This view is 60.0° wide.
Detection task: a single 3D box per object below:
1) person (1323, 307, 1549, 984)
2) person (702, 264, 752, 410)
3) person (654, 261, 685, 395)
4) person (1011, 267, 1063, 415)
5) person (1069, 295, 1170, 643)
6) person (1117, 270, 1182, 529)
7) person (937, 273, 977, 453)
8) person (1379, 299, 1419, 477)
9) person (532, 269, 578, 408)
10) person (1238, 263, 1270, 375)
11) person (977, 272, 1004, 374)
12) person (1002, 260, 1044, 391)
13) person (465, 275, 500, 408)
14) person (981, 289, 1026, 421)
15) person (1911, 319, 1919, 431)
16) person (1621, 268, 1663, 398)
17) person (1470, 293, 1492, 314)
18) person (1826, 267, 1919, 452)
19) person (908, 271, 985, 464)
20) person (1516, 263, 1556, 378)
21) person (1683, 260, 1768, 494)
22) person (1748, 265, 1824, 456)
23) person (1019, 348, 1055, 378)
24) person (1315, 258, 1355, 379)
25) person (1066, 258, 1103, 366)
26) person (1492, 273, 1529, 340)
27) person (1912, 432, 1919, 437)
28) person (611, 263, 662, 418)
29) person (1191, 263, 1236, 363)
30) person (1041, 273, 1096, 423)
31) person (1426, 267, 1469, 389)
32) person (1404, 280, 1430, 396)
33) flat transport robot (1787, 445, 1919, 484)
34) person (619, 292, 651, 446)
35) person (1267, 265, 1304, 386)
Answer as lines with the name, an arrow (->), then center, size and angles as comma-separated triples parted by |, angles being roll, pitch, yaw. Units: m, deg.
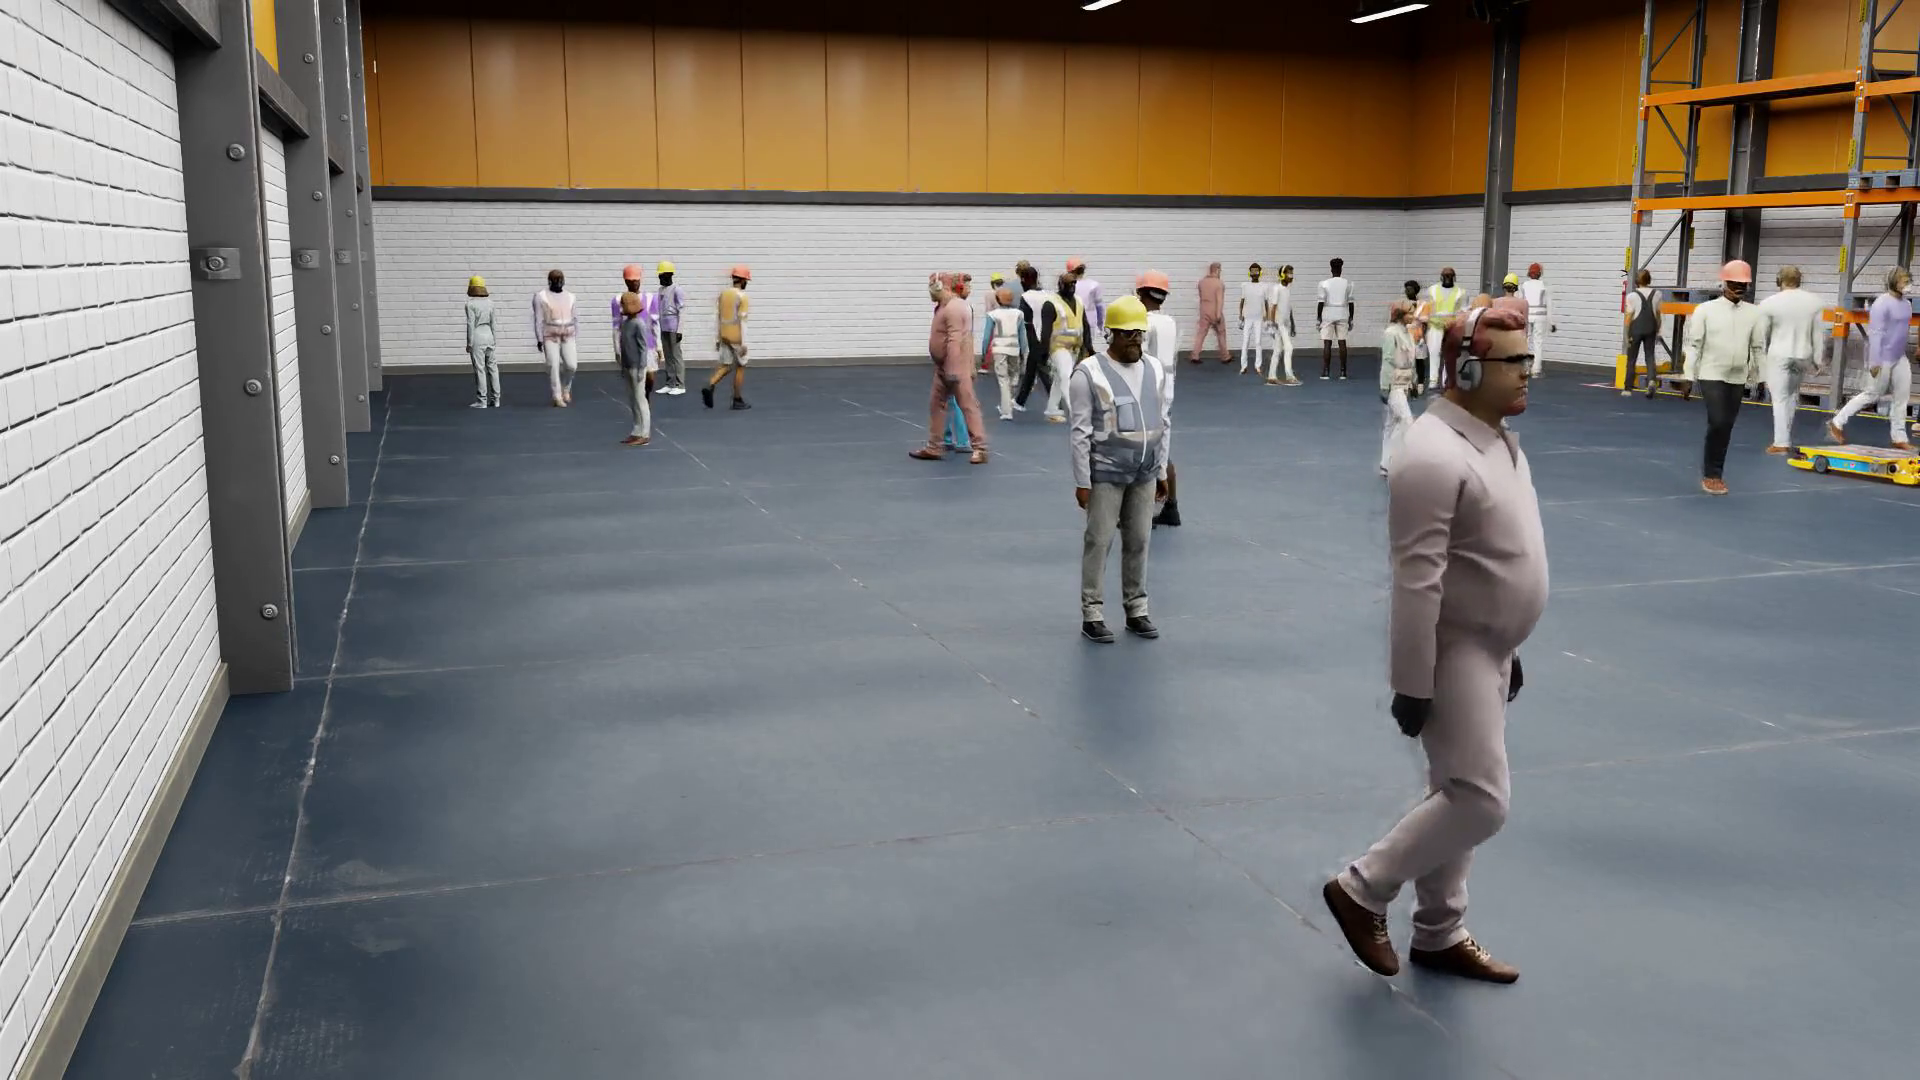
person -> 1.369, 0.313, 4.583 | 0.463, 1.897, 0.640 | 6, 11, 30
person -> -2.991, -2.602, 21.462 | 0.581, 1.899, 0.727 | 9, 13, 42
person -> -4.200, -3.058, 24.014 | 0.384, 1.924, 0.593 | -8, 13, -40
person -> 0.913, -2.511, 21.042 | 0.981, 1.861, 0.603 | 5, 11, 29
person -> 0.853, -0.367, 8.753 | 0.586, 1.824, 0.404 | -5, 11, -28
person -> 1.426, -1.021, 12.309 | 0.413, 1.907, 0.580 | 8, 13, 38
person -> -0.051, -1.804, 17.014 | 0.390, 1.838, 0.563 | -7, 12, -36
person -> 3.986, -1.358, 15.023 | 0.402, 1.622, 0.547 | 7, 12, 33
person -> -5.330, -2.664, 22.028 | 0.629, 1.828, 0.438 | -6, 12, -32
person -> 4.943, -3.713, 27.973 | 0.516, 1.873, 0.329 | 2, 10, 12
person -> 0.633, -3.621, 27.877 | 0.537, 1.722, 0.883 | -5, 11, -29
person -> 0.936, -3.178, 24.681 | 0.631, 1.940, 0.372 | 1, 10, 5
person -> -6.342, -2.617, 21.993 | 0.324, 1.742, 0.492 | 6, 12, 32
person -> 0.511, -2.286, 20.485 | 0.529, 1.598, 0.756 | -4, 11, -24
person -> 11.272, -2.257, 19.047 | 0.679, 2.000, 0.535 | 0, 10, 1
person -> 9.609, -2.899, 23.395 | 0.540, 1.825, 0.725 | 1, 10, 6
person -> 5.468, -1.792, 17.568 | 0.507, 1.616, 0.355 | 1, 10, 5
person -> 9.563, -1.883, 17.299 | 0.639, 1.910, 0.906 | -6, 12, -32
person -> -0.104, -1.676, 16.242 | 0.710, 1.867, 0.674 | -2, 10, -12
person -> 9.422, -3.575, 27.241 | 0.664, 1.865, 0.458 | 6, 11, 30
person -> 6.477, -1.350, 13.975 | 0.653, 1.973, 0.628 | -1, 10, -6
person -> 8.334, -1.820, 16.884 | 0.660, 1.914, 0.726 | 0, 10, -1
person -> 1.202, -3.405, 26.926 | 0.682, 1.614, 0.506 | 9, 13, 41
person -> 6.068, -3.578, 26.915 | 0.614, 1.962, 0.362 | 0, 10, 1
person -> 1.798, -3.202, 24.734 | 0.636, 1.973, 1.084 | 1, 10, 8
person -> 7.331, -2.674, 22.258 | 0.526, 1.768, 0.315 | 4, 11, 21
person -> 10.857, -2.065, 18.435 | 0.533, 1.868, 0.310 | -7, 12, -37
person -> -3.823, -2.305, 19.669 | 0.577, 1.923, 0.533 | -3, 10, -15
person -> 4.678, -4.189, 30.775 | 0.961, 1.862, 0.647 | -9, 13, -42
person -> 1.334, -2.265, 19.797 | 0.902, 1.798, 0.622 | 9, 13, 43
person -> 7.239, -3.149, 24.838 | 0.661, 1.821, 0.660 | 4, 10, 20
person -> 6.378, -2.842, 23.565 | 0.547, 1.642, 0.885 | 8, 13, 39
flat transport robot -> 8.369, -0.705, 15.182 | 0.652, 0.197, 1.431 | -3, 10, -18
person -> -3.474, -1.821, 17.702 | 0.265, 1.632, 0.506 | -6, 12, -32
person -> 5.064, -3.279, 25.515 | 0.767, 1.846, 0.555 | 6, 11, 31
